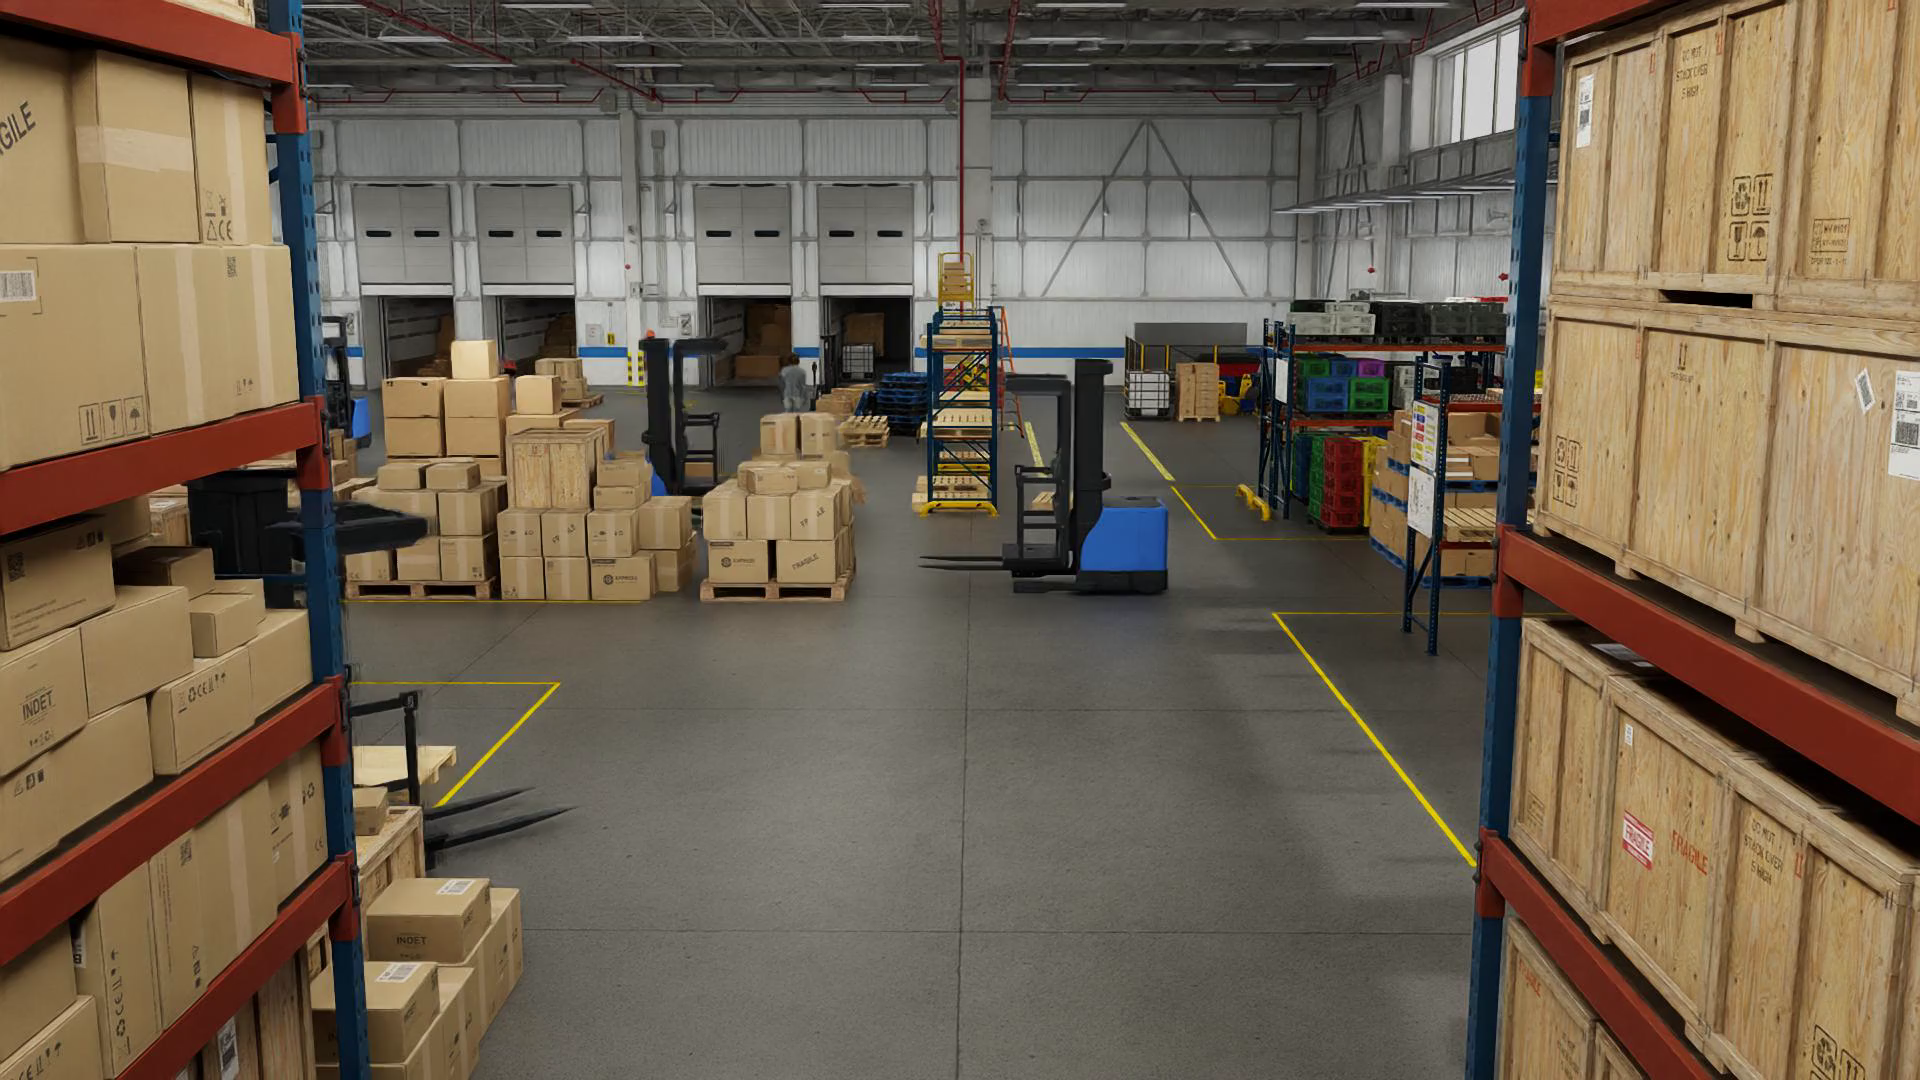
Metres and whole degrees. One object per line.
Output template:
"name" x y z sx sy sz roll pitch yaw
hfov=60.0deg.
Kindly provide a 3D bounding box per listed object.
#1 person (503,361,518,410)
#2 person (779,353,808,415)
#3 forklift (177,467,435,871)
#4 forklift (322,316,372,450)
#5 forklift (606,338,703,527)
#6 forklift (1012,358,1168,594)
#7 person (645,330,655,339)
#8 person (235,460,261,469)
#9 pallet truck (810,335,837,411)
"person" -9.356 -2.792 34.683 1.003 1.883 0.553 5 11 27
"person" -3.664 -3.161 36.673 0.651 1.928 0.519 2 10 14
"forklift" -4.555 0.883 10.606 1.873 2.768 1.129 -9 14 -44
"forklift" -12.990 -3.195 34.137 1.129 2.768 1.873 0 10 1
"forklift" -4.555 -1.634 25.130 1.873 2.768 1.129 -1 10 -7
"forklift" 1.586 -0.805 20.347 1.873 2.768 1.129 0 10 1
"person" -8.751 -4.996 47.276 0.388 1.930 0.544 -9 13 -41
"person" -10.191 -0.972 24.096 0.810 1.906 0.649 2 10 10
"pallet truck" -3.021 -4.312 43.126 1.885 1.965 0.823 3 10 17
